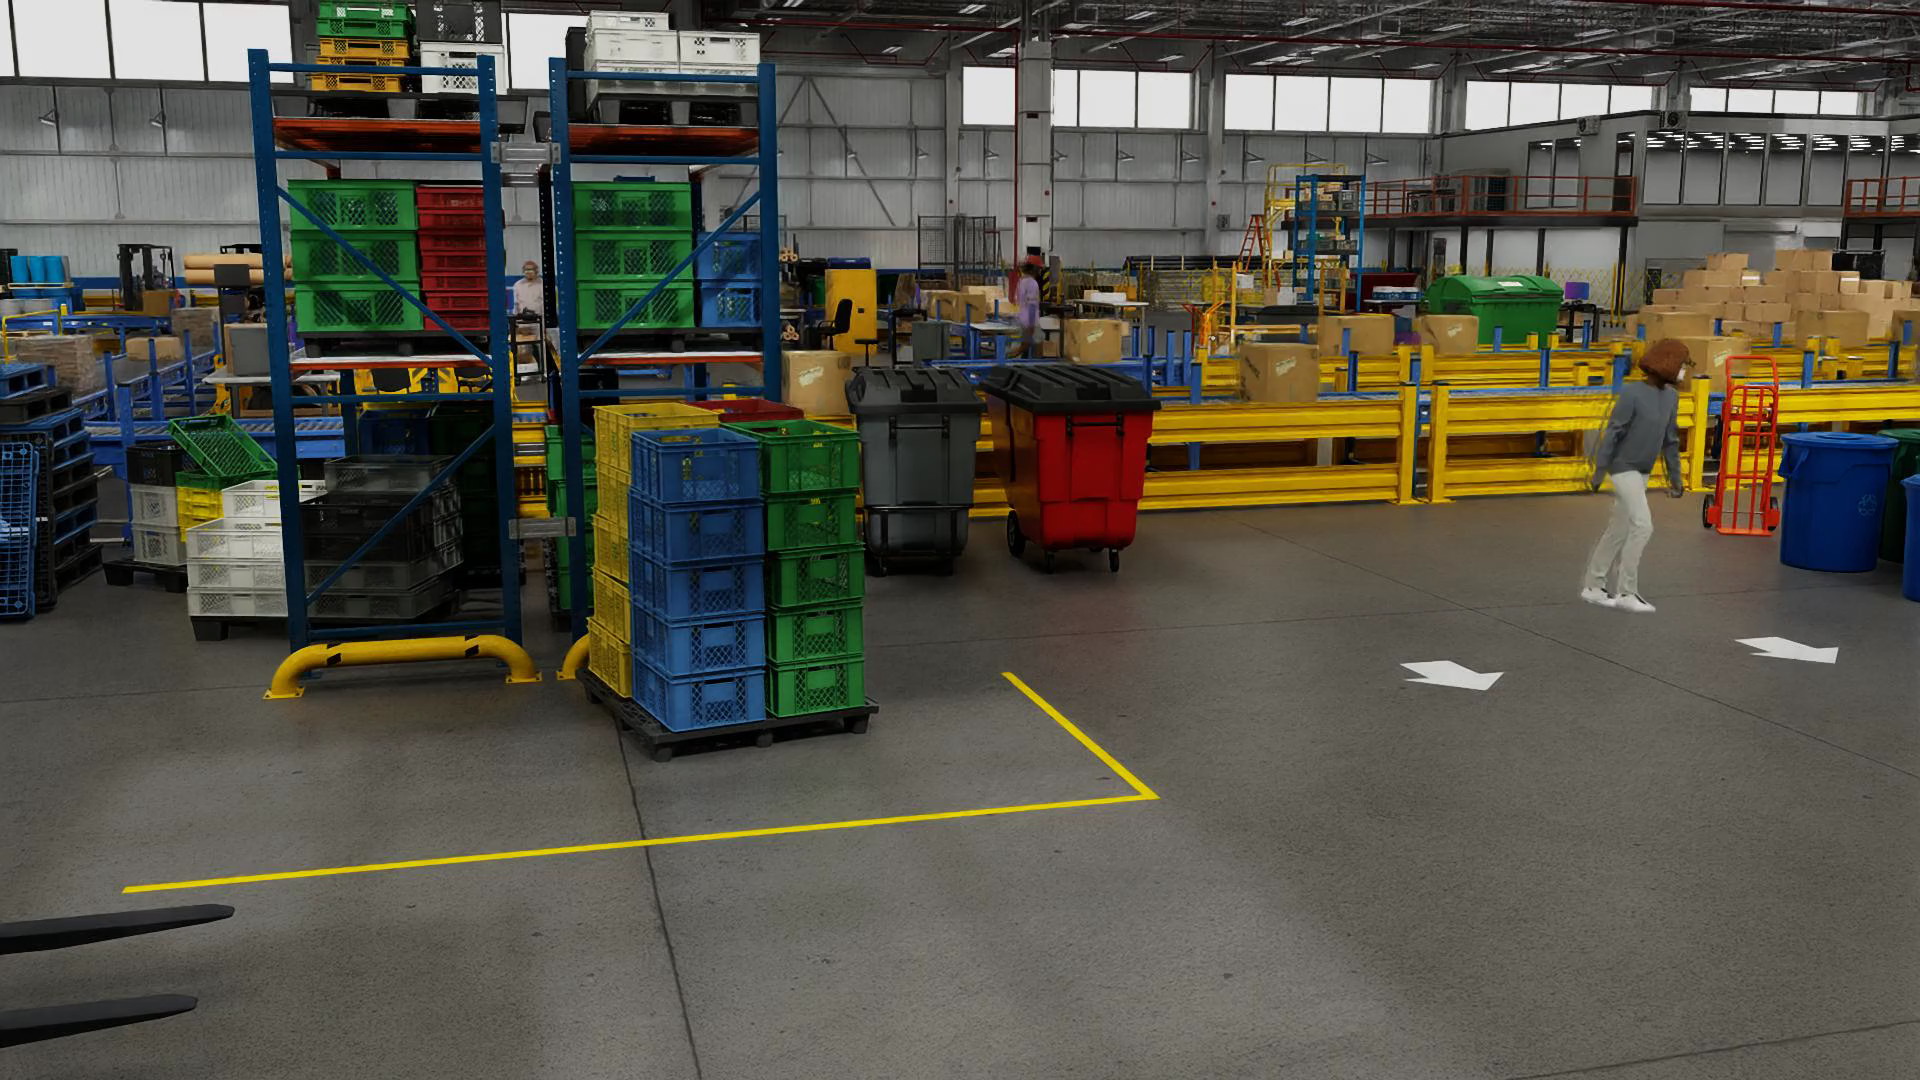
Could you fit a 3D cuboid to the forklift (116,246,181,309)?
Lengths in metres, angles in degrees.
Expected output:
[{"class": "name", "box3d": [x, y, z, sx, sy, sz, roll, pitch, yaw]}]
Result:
[{"class": "forklift", "box3d": [-19.966, -6.232, 40.894, 1.157, 1.987, 2.680, -3, 10, -15]}]

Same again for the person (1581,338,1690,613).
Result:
[{"class": "person", "box3d": [3.942, -0.376, 9.691, 0.520, 1.587, 0.601, -8, 13, -38]}]

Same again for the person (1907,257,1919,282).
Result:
[{"class": "person", "box3d": [26.067, -6.771, 45.283, 0.771, 1.815, 0.521, 5, 11, 28]}]

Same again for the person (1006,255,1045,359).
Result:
[{"class": "person", "box3d": [0.999, -3.398, 25.690, 0.866, 2.006, 0.615, -3, 10, -17]}]

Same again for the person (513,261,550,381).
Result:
[{"class": "person", "box3d": [-6.732, -3.440, 26.227, 0.646, 1.900, 0.397, 1, 10, 6]}]

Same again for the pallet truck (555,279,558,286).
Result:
[{"class": "pallet truck", "box3d": [-10.604, -6.375, 44.520, 0.653, 1.274, 1.630, -3, 10, -15]}]

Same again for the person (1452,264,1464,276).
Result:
[{"class": "person", "box3d": [9.610, -4.456, 32.277, 0.585, 1.786, 0.710, 0, 10, 2]}]

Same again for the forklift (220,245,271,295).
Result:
[{"class": "forklift", "box3d": [-17.749, -6.334, 41.440, 1.157, 1.987, 2.680, -3, 10, -17]}]
